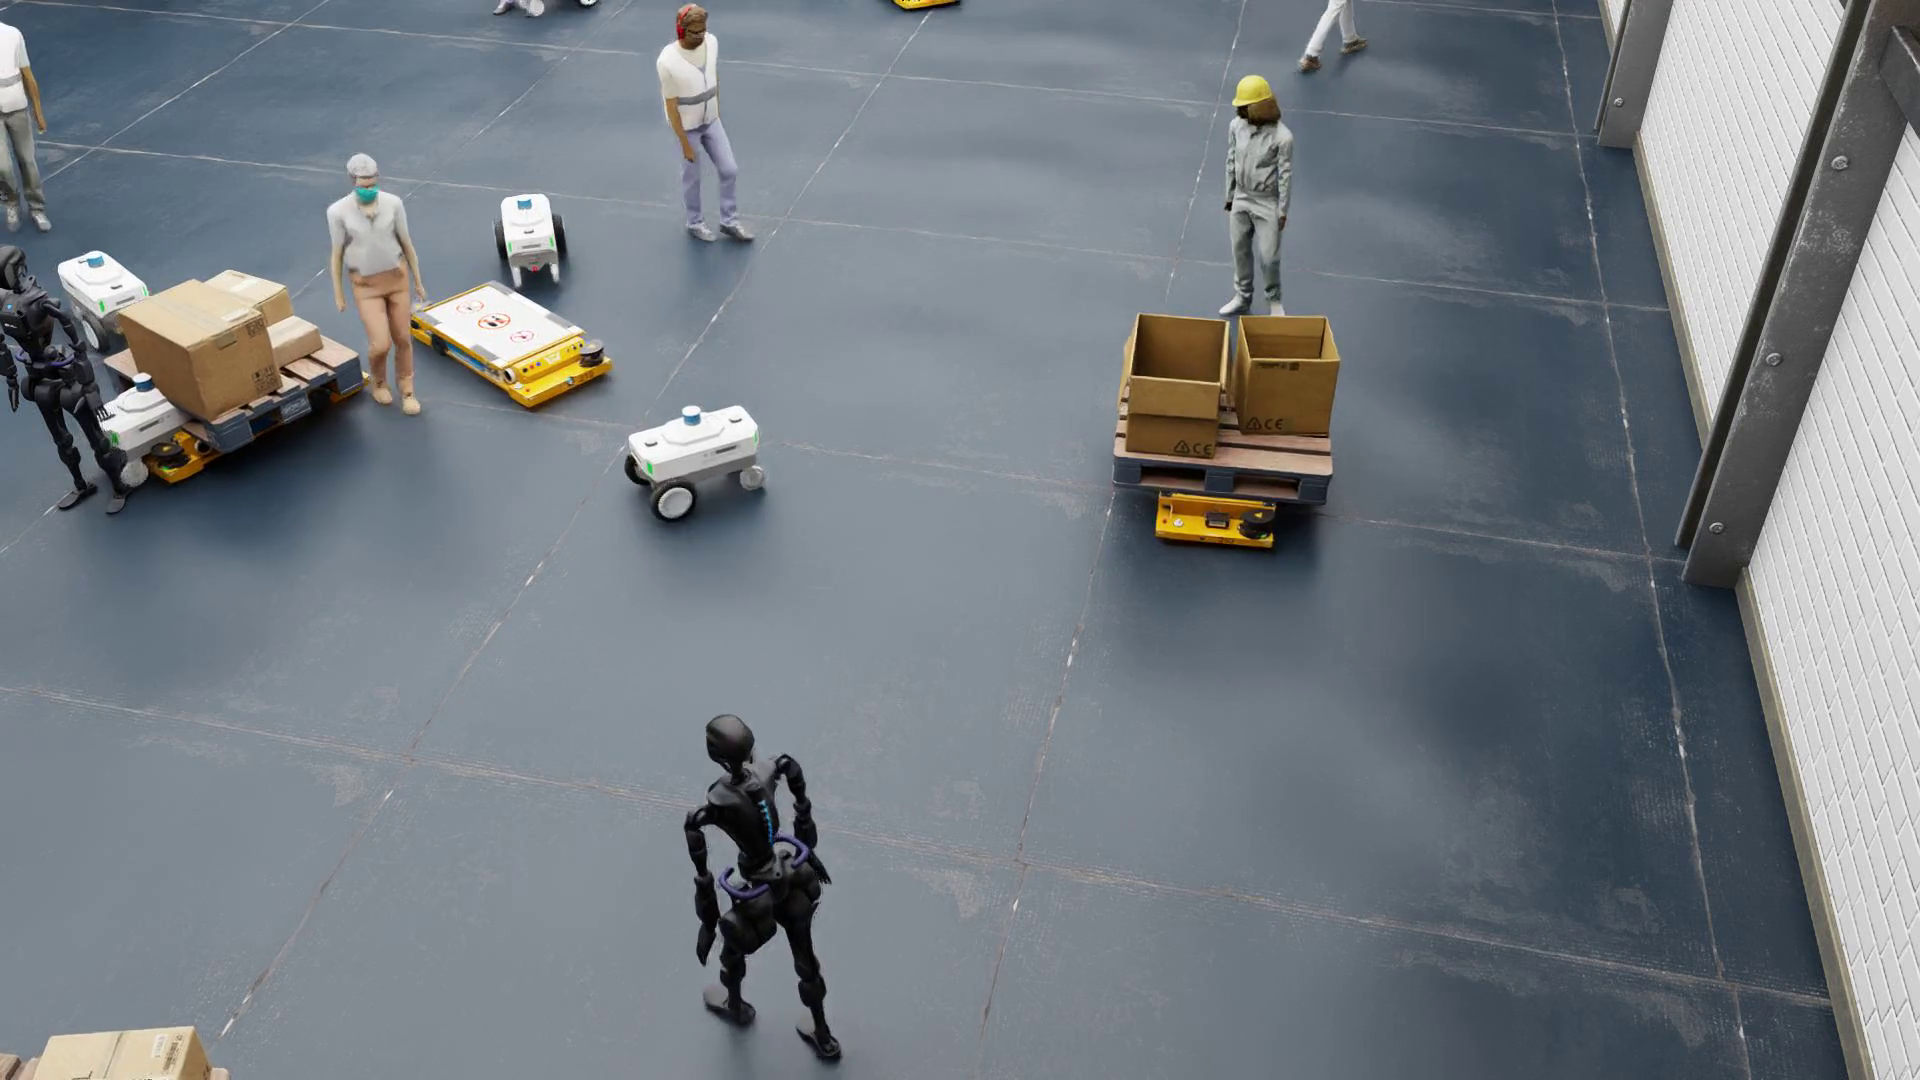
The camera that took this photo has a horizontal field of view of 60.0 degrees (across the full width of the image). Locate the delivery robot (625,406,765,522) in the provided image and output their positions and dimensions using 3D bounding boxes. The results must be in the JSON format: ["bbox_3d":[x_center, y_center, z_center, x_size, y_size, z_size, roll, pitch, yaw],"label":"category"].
[{"bbox_3d":[-1.551,-0.486,9.645,0.811,0.613,0.499,-18,40,-23],"label":"delivery robot"}]

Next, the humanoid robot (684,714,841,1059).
[{"bbox_3d":[-0.756,1.317,6.295,0.664,1.627,0.611,30,46,34],"label":"humanoid robot"}]

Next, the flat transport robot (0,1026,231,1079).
[{"bbox_3d":[-3.234,2.532,5.831,1.431,0.231,0.659,3,37,4],"label":"flat transport robot"}]

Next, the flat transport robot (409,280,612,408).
[{"bbox_3d":[-3.005,-1.324,10.990,1.431,0.231,0.659,29,46,33],"label":"flat transport robot"}]

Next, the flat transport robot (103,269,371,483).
[{"bbox_3d":[-4.470,-0.849,10.354,0.659,0.231,1.431,24,43,29],"label":"flat transport robot"}]

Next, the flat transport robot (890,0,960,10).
[{"bbox_3d":[-0.548,-5.714,16.865,0.659,0.231,1.431,-17,40,-22],"label":"flat transport robot"}]

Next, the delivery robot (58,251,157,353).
[{"bbox_3d":[-5.719,-1.633,11.178,0.792,0.611,0.499,31,46,34],"label":"delivery robot"}]

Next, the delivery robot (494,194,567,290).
[{"bbox_3d":[-3.083,-2.189,11.915,0.499,0.601,0.775,-9,38,-12],"label":"delivery robot"}]

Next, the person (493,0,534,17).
[{"bbox_3d":[-4.328,-5.947,15.860,0.564,1.845,0.388,8,37,10],"label":"person"}]

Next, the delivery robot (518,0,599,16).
[{"bbox_3d":[-3.958,-5.506,16.364,0.802,0.614,0.499,-23,42,-27],"label":"delivery robot"}]

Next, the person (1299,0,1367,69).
[{"bbox_3d":[3.431,-5.166,14.820,0.986,1.837,0.582,-26,44,-30],"label":"person"}]

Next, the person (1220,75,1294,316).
[{"bbox_3d":[1.962,-2.230,10.985,0.537,1.724,0.416,30,46,34],"label":"person"}]

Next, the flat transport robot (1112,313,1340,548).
[{"bbox_3d":[1.529,-0.460,9.835,0.659,0.231,1.431,6,37,8],"label":"flat transport robot"}]

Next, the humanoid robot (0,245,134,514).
[{"bbox_3d":[-5.008,-0.876,9.205,0.599,1.655,0.315,8,37,10],"label":"humanoid robot"}]

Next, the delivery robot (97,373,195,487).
[{"bbox_3d":[-4.787,-0.722,9.962,0.499,0.614,0.808,25,43,29],"label":"delivery robot"}]

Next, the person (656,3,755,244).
[{"bbox_3d":[-1.820,-2.918,11.828,0.631,1.817,0.582,26,44,31],"label":"person"}]

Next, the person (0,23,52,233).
[{"bbox_3d":[-6.943,-3.088,12.058,0.584,1.817,0.483,-23,43,-28],"label":"person"}]

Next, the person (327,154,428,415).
[{"bbox_3d":[-3.511,-1.523,10.050,0.518,1.715,0.378,-22,42,-26],"label":"person"}]
